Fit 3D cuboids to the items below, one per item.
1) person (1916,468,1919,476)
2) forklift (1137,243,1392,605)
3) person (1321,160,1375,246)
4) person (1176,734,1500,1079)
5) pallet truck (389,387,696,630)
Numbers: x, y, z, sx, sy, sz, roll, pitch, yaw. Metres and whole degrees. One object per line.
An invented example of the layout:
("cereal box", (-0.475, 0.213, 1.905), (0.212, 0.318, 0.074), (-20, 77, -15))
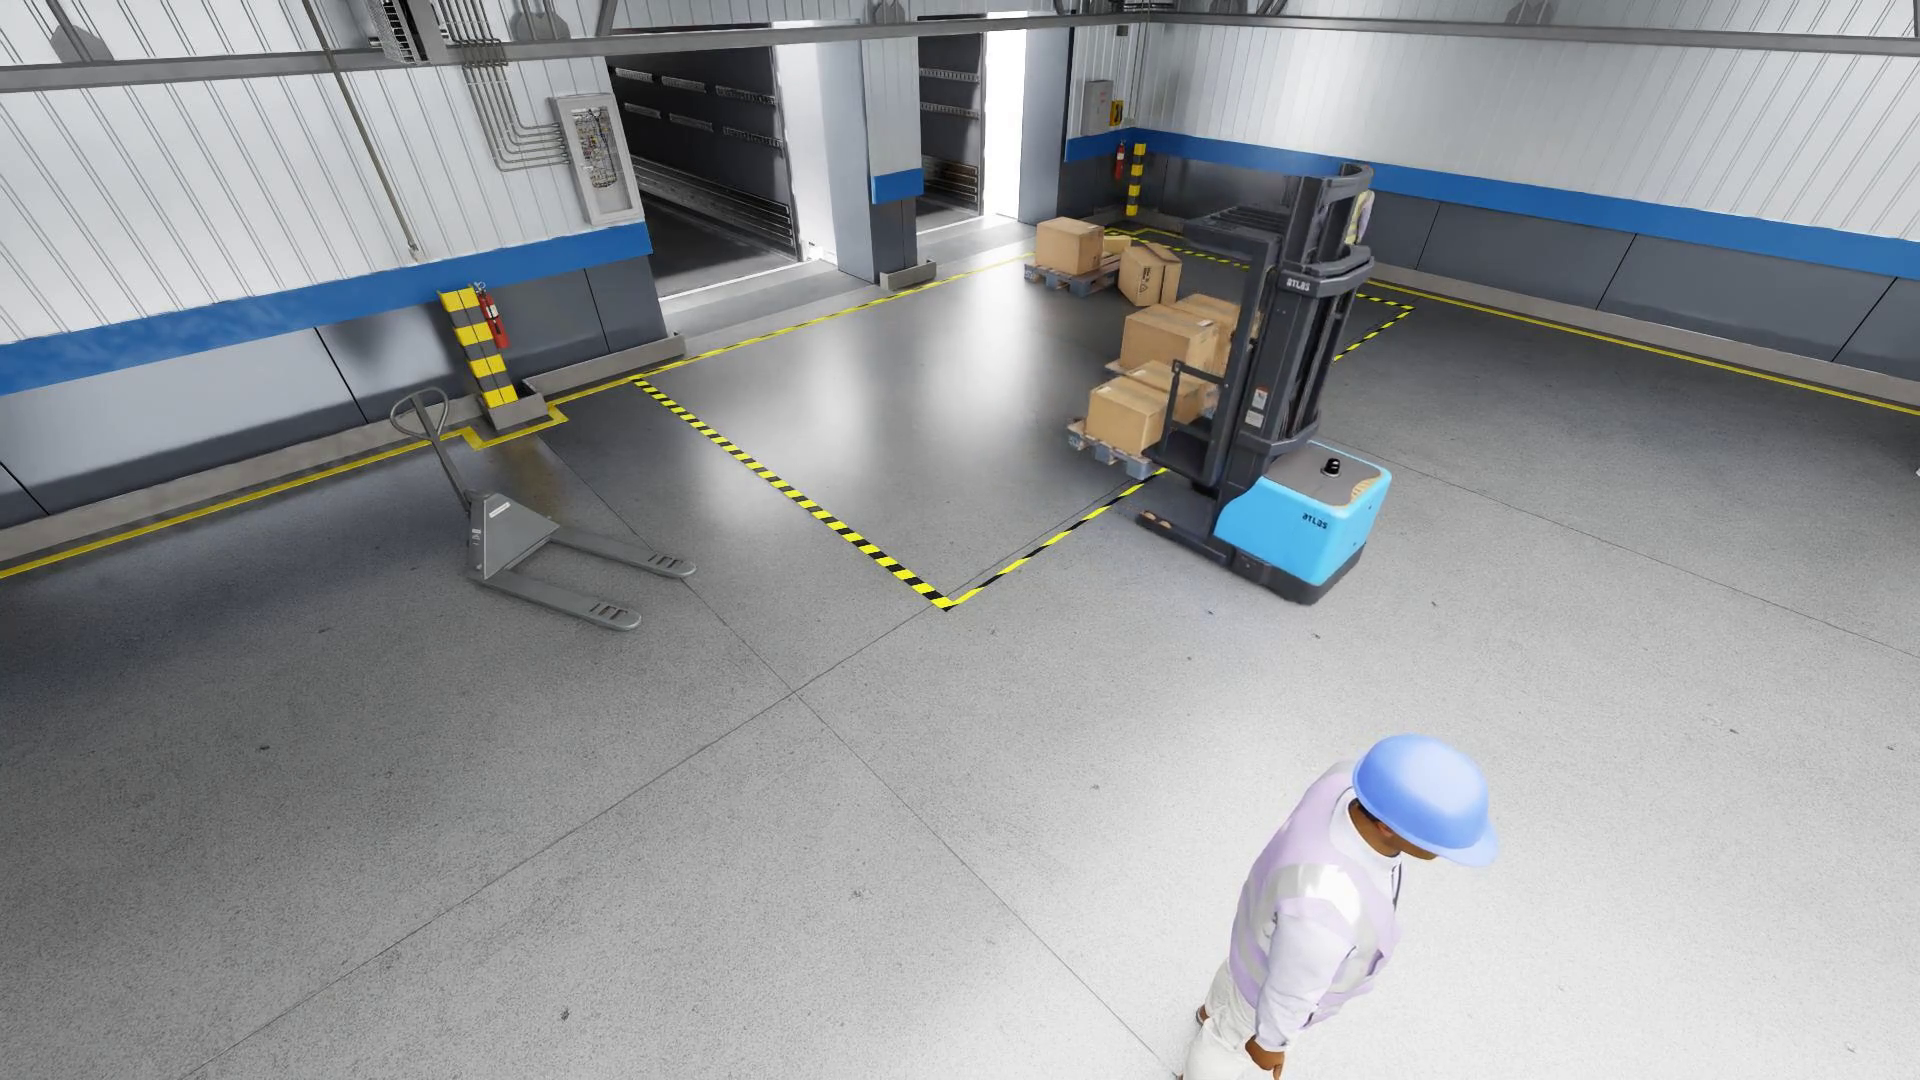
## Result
("person", (7.919, -1.151, 5.350), (0.492, 1.743, 0.295), (2, 38, 3))
("forklift", (2.169, -0.675, 4.490), (0.716, 2.013, 0.776), (-30, 47, -33))
("person", (4.290, -3.398, 8.341), (0.522, 1.638, 0.309), (9, 39, 12))
("person", (0.987, 1.207, 2.131), (0.391, 1.945, 0.613), (23, 43, 26))
("pallet truck", (-2.613, -0.247, 4.593), (1.601, 1.201, 0.680), (14, 40, 17))
